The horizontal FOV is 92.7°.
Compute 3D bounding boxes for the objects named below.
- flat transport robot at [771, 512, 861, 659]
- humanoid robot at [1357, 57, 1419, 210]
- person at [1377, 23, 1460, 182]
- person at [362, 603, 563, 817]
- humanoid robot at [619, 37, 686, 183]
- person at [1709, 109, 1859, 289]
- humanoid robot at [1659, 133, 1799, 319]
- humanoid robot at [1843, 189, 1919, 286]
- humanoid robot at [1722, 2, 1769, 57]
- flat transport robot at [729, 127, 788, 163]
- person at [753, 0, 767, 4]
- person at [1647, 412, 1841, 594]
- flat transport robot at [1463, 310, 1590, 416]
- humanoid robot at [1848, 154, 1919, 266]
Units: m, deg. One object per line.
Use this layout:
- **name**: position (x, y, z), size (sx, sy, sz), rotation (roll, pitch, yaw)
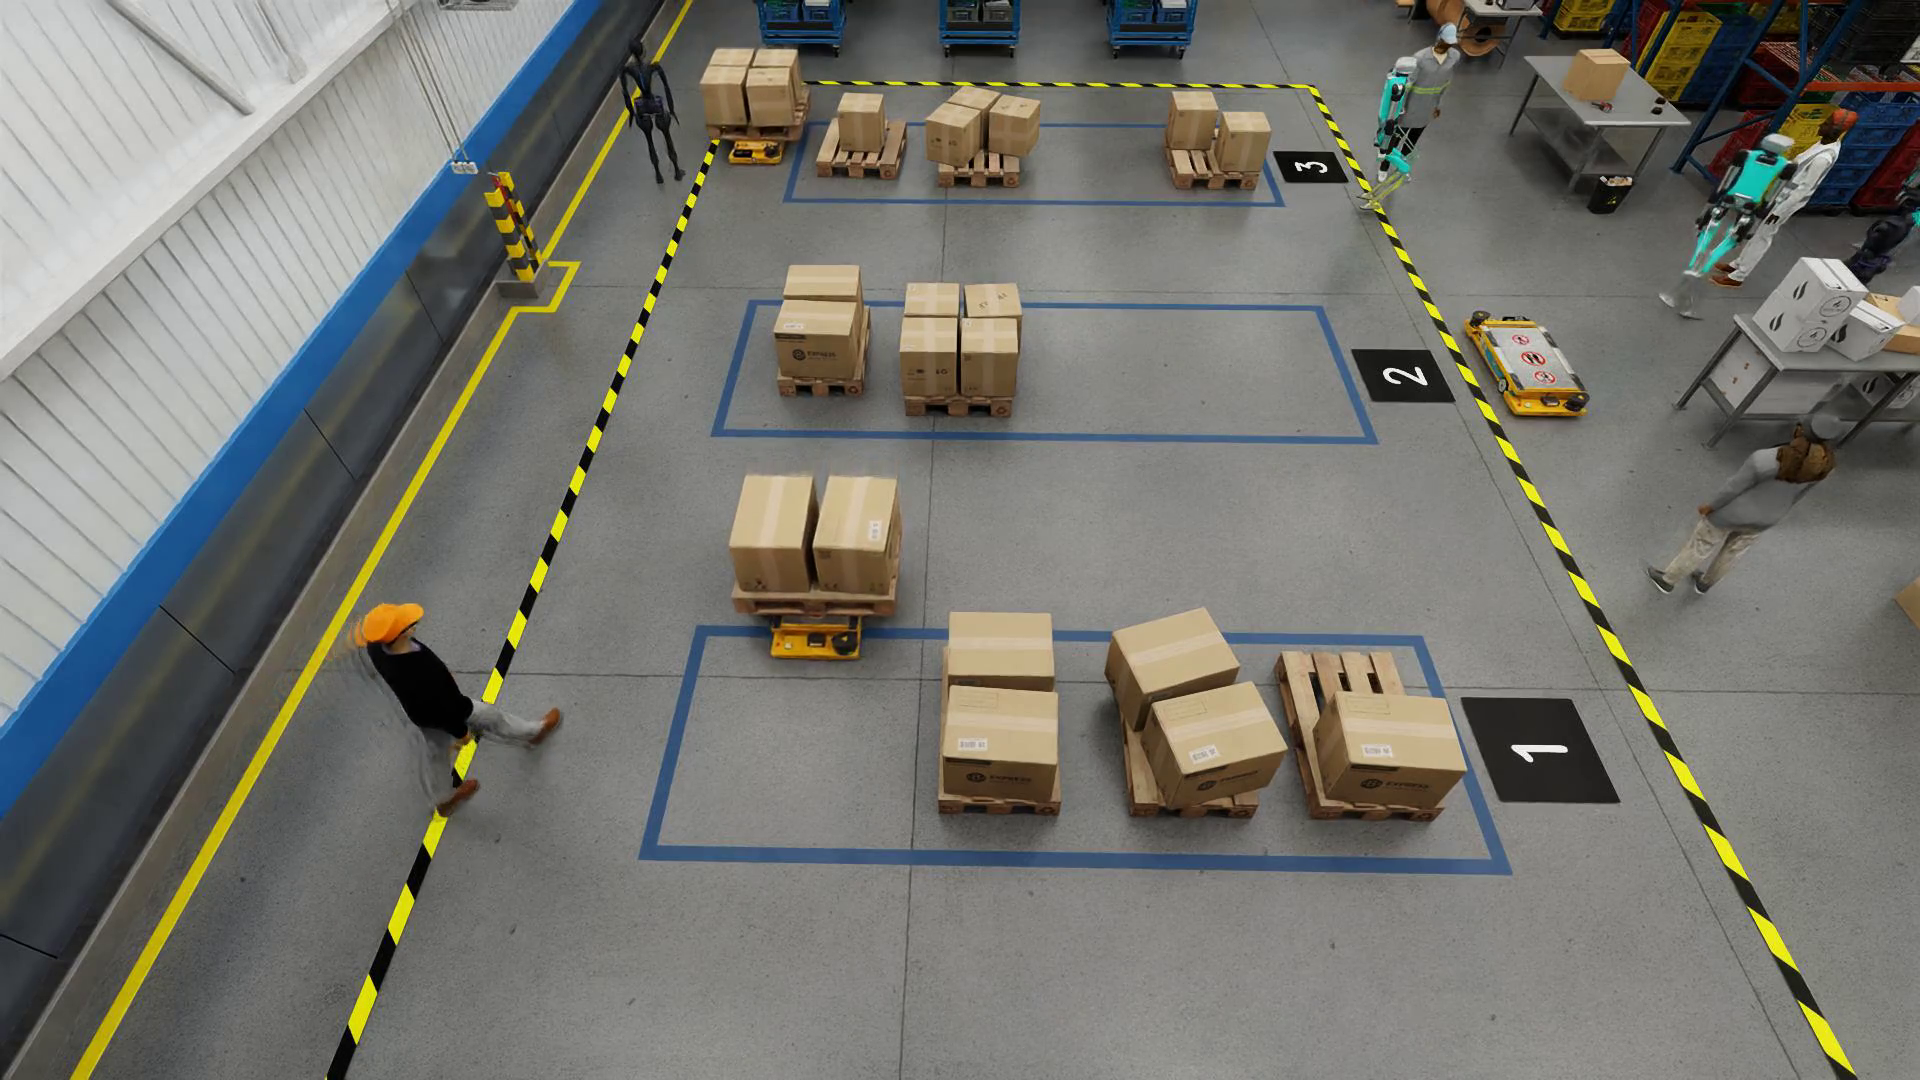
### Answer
- **flat transport robot**: position (-1.075, 0.295, 7.259), size (0.652, 0.197, 1.431), rotation (1, 49, 1)
- **humanoid robot**: position (5.024, -4.591, 10.450), size (0.735, 1.672, 0.533), rotation (9, 50, 8)
- **person**: position (5.522, -5.199, 10.986), size (0.598, 1.850, 0.392), rotation (-6, 49, -5)
- **person**: position (-3.179, 0.981, 5.650), size (0.599, 1.830, 0.979), rotation (25, 54, 20)
- **humanoid robot**: position (-3.738, -5.178, 11.074), size (0.599, 1.657, 0.315), rotation (-7, 49, -6)
- **person**: position (8.531, -3.506, 9.501), size (0.354, 1.882, 0.577), rotation (28, 55, 22)
- **humanoid robot**: position (7.649, -3.096, 9.231), size (0.761, 1.756, 0.628), rotation (-32, 56, -25)
- **humanoid robot**: position (8.686, -2.600, 8.876), size (0.588, 1.640, 0.472), rotation (-21, 52, -17)
- **humanoid robot**: position (11.579, -7.820, 13.365), size (0.999, 1.751, 0.532), rotation (5, 49, 4)
- **flat transport robot**: position (-2.644, -5.467, 12.247), size (0.652, 0.197, 1.431), rotation (1, 49, 1)
- **person**: position (-3.362, -9.887, 14.987), size (0.368, 1.939, 0.633), rotation (-1, 49, -1)
- **person**: position (5.778, -0.228, 6.736), size (0.572, 1.769, 0.399), rotation (3, 49, 3)
- **flat transport robot**: position (5.573, -1.757, 9.054), size (0.659, 0.231, 1.431), rotation (1, 49, 1)
- **humanoid robot**: position (10.497, -3.789, 9.855), size (0.738, 1.809, 0.531), rotation (33, 57, 25)
